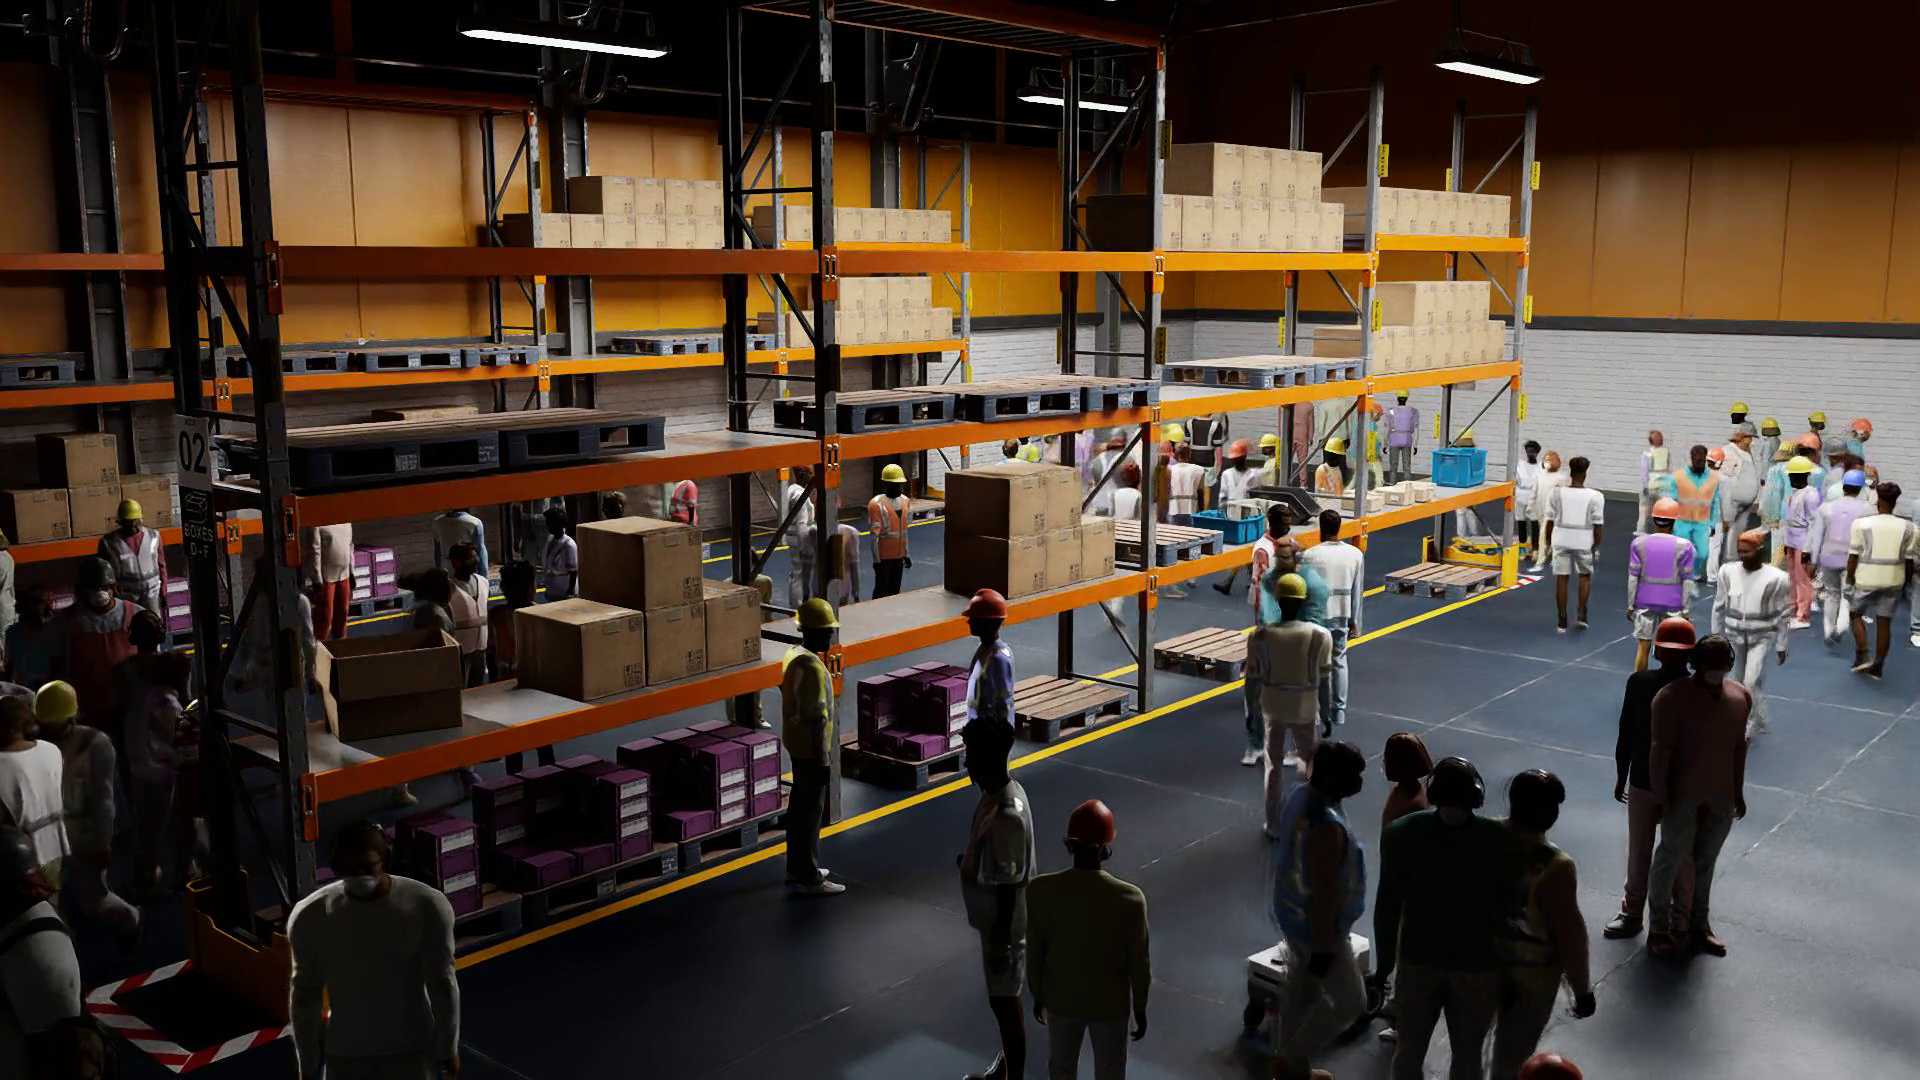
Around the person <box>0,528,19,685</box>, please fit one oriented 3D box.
[{"bbox_3d":[-8.743,0.687,15.112,0.324,1.731,0.490,-2,10,-9],"label":"person"}]

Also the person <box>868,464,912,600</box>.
[{"bbox_3d":[-0.730,0.143,17.765,0.381,1.928,0.587,8,12,39],"label":"person"}]

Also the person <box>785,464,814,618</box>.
[{"bbox_3d":[-1.781,0.027,18.620,0.355,1.879,0.566,-2,10,-11],"label":"person"}]

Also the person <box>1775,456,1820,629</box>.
[{"bbox_3d":[9.292,0.030,18.459,0.384,1.921,0.591,1,10,7],"label":"person"}]

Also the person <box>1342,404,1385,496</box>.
[{"bbox_3d":[6.861,-1.444,27.930,0.888,1.701,0.546,1,10,6],"label":"person"}]

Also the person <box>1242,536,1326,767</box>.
[{"bbox_3d":[2.557,0.908,13.323,0.603,1.881,0.659,-9,13,-43],"label":"person"}]

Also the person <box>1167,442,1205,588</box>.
[{"bbox_3d":[2.760,-0.303,20.710,0.560,1.836,0.394,0,10,-1],"label":"person"}]

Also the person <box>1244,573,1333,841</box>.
[{"bbox_3d":[2.289,1.176,11.622,0.610,1.916,0.416,2,10,11],"label":"person"}]

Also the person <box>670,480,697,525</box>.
[{"bbox_3d":[-3.437,-0.202,20.532,0.319,1.690,0.530,-9,13,-42],"label":"person"}]

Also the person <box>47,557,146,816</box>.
[{"bbox_3d":[-5.939,1.120,11.598,0.676,2.000,0.536,-6,11,-33],"label":"person"}]

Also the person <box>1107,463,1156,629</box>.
[{"bbox_3d":[1.867,0.076,18.367,0.591,1.859,0.642,7,12,35],"label":"person"}]

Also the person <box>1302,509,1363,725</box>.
[{"bbox_3d":[3.245,0.684,14.615,0.598,1.908,0.410,-3,10,-19],"label":"person"}]

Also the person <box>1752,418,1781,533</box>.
[{"bbox_3d":[12.136,-0.973,25.012,0.320,1.738,0.486,9,13,44],"label":"person"}]

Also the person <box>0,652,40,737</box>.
[{"bbox_3d":[-6.048,1.469,10.405,0.564,1.744,0.349,-5,11,-25],"label":"person"}]

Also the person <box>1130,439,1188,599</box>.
[{"bbox_3d":[2.416,-0.235,19.934,0.845,1.955,0.677,8,12,39],"label":"person"}]

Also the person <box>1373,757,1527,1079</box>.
[{"bbox_3d":[2.146,1.883,7.352,0.635,1.936,0.355,3,10,15],"label":"person"}]

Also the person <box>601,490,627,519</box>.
[{"bbox_3d":[-3.338,0.423,16.345,0.328,1.844,0.513,-8,12,-38],"label":"person"}]

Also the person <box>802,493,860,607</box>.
[{"bbox_3d":[-1.245,0.455,16.054,0.546,1.890,0.984,-1,10,-8],"label":"person"}]

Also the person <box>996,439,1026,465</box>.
[{"bbox_3d":[0.651,-0.399,21.249,0.507,1.847,0.345,-5,11,-27],"label":"person"}]

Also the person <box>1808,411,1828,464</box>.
[{"bbox_3d":[13.198,-1.111,25.743,0.325,1.767,0.532,6,11,31],"label":"person"}]

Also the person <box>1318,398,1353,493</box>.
[{"bbox_3d":[6.579,-1.800,29.201,0.619,1.986,0.406,-1,10,-7],"label":"person"}]

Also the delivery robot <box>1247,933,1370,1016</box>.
[{"bbox_3d":[1.859,2.273,8.864,0.707,0.478,0.477,-8,12,-39],"label":"delivery robot"}]

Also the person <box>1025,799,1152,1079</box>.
[{"bbox_3d":[0.565,1.988,7.271,0.561,1.752,0.324,3,10,17],"label":"person"}]

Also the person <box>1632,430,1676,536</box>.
[{"bbox_3d":[10.230,-0.809,24.379,0.509,1.608,0.712,-2,10,-13],"label":"person"}]

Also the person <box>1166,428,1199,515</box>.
[{"bbox_3d":[2.878,-0.518,21.819,0.879,1.881,0.595,8,13,41],"label":"person"}]

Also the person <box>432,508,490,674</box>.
[{"bbox_3d":[-4.878,0.393,16.302,0.591,1.919,0.392,4,10,21],"label":"person"}]

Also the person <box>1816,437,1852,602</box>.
[{"bbox_3d":[10.483,-0.275,19.927,0.546,2.000,0.775,8,12,39],"label":"person"}]

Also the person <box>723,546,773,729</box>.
[{"bbox_3d":[-1.836,0.852,14.412,0.501,1.633,0.284,-6,11,-32],"label":"person"}]

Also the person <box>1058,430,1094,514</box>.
[{"bbox_3d":[1.664,-0.863,23.463,0.605,2.034,0.400,-6,11,-32],"label":"person"}]

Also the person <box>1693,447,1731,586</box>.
[{"bbox_3d":[9.444,-0.298,20.914,0.327,1.753,0.561,-5,11,-27],"label":"person"}]

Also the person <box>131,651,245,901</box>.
[{"bbox_3d":[-4.982,1.493,10.642,0.761,1.605,0.521,-5,11,-29],"label":"person"}]

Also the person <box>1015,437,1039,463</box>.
[{"bbox_3d":[0.948,-0.879,24.565,0.318,1.696,0.532,-7,12,-36],"label":"person"}]

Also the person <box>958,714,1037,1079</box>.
[{"bbox_3d":[0.176,1.780,7.912,0.373,1.957,0.606,0,10,-3],"label":"person"}]

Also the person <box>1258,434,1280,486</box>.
[{"bbox_3d":[4.172,-0.554,22.443,0.333,1.760,0.527,1,10,4],"label":"person"}]

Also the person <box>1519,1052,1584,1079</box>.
[{"bbox_3d":[1.741,2.366,5.012,0.569,1.749,0.342,0,10,2],"label":"person"}]

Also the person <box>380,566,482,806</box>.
[{"bbox_3d":[-3.959,1.101,12.459,0.838,1.804,0.572,-6,11,-32],"label":"person"}]

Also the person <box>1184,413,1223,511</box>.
[{"bbox_3d":[3.713,-1.181,25.389,0.618,2.028,0.410,4,10,24],"label":"person"}]

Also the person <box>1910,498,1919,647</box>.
[{"bbox_3d":[10.365,0.189,17.556,0.643,1.908,0.408,-1,10,-4],"label":"person"}]

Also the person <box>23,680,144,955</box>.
[{"bbox_3d":[-4.955,1.629,9.304,0.610,1.797,0.736,1,10,6],"label":"person"}]

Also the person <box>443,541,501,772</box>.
[{"bbox_3d":[-3.976,0.920,13.358,0.385,1.849,0.569,4,10,22],"label":"person"}]

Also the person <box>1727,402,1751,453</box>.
[{"bbox_3d":[11.939,-1.163,25.567,0.367,1.926,0.594,3,10,19],"label":"person"}]

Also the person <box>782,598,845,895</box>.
[{"bbox_3d":[-0.949,1.321,10.739,0.382,1.924,0.594,-4,10,-22],"label":"person"}]
